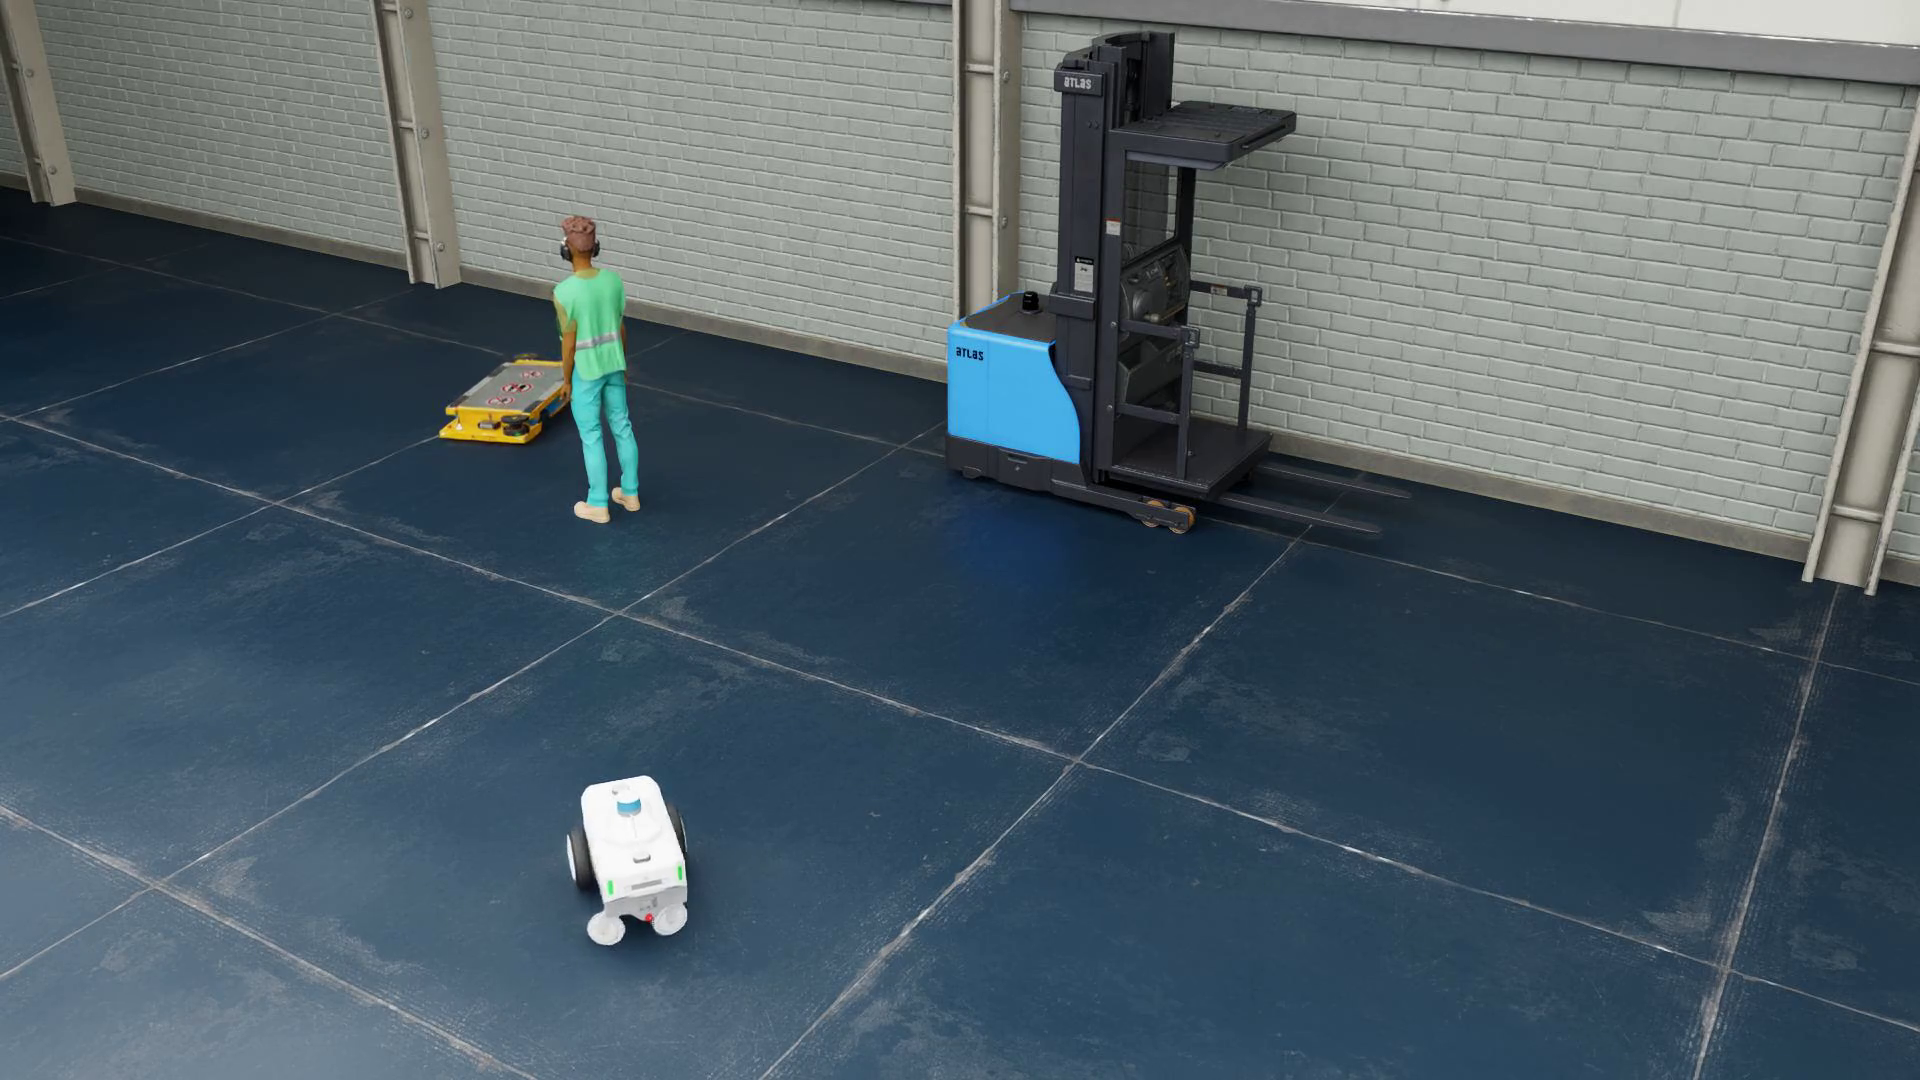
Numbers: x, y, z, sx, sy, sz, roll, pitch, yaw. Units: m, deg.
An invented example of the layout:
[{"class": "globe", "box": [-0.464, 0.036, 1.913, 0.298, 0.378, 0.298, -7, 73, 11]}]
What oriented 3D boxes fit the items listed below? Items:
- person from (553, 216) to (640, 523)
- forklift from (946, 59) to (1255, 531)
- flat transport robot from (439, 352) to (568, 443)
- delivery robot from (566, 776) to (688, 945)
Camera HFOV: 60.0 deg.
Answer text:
[{"class": "person", "box": [-2.301, -1.061, 10.509, 0.402, 1.978, 0.483, 23, 34, 40]}, {"class": "forklift", "box": [0.933, -1.707, 10.833, 1.873, 2.768, 1.129, 15, 29, 28]}, {"class": "flat transport robot", "box": [-3.299, -1.073, 12.529, 0.659, 0.231, 1.431, 4, 26, 9]}, {"class": "delivery robot", "box": [-1.411, 1.333, 7.122, 0.515, 0.609, 0.780, -9, 27, -18]}]
